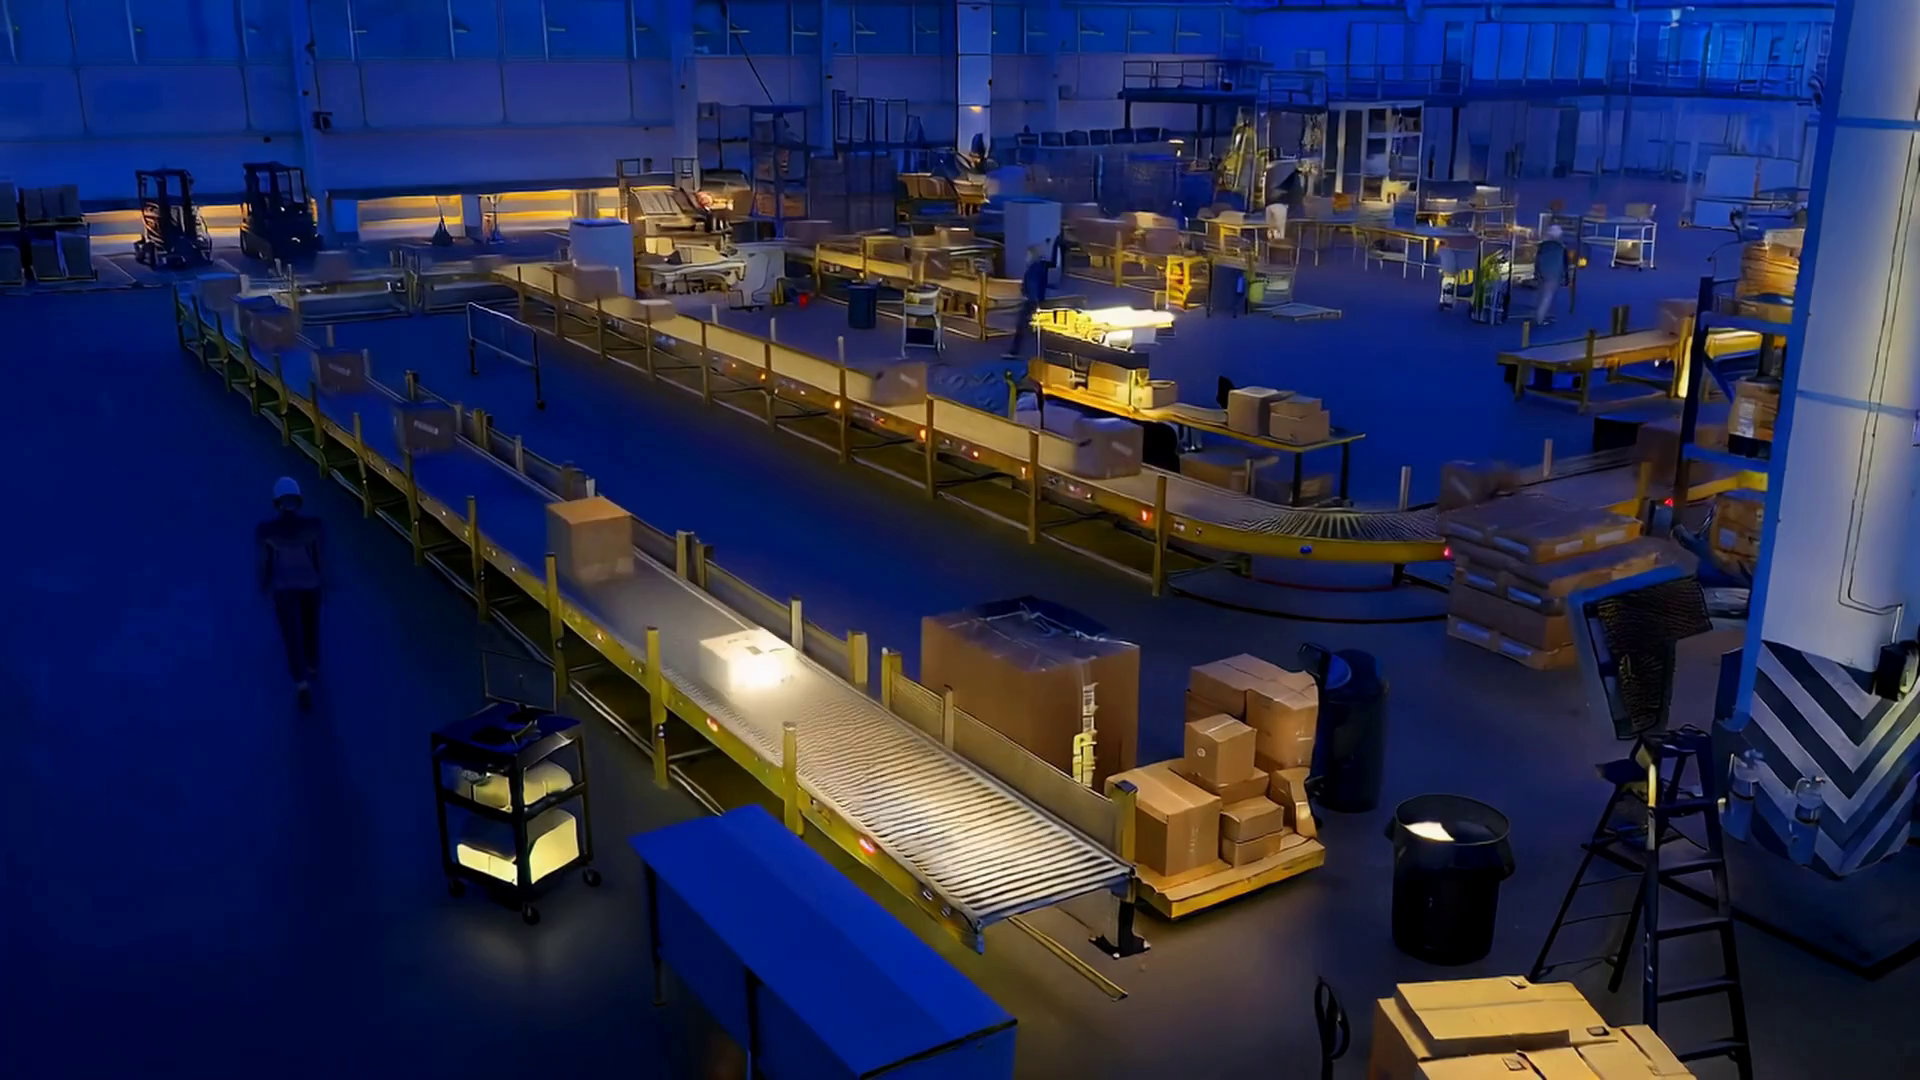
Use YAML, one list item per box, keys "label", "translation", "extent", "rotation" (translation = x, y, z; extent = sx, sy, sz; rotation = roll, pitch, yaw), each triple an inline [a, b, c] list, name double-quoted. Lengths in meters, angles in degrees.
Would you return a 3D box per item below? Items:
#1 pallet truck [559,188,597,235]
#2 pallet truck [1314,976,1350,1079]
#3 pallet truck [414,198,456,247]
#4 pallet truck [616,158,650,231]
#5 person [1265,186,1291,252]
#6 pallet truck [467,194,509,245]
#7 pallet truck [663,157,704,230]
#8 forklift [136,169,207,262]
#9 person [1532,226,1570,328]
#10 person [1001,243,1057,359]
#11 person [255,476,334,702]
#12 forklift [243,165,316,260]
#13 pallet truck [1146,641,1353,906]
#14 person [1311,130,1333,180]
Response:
- label: "pallet truck"
  translation: [-10.010, -8.652, 43.699]
  extent: [0.653, 1.274, 1.630]
  rotation: [-10, 20, -31]
- label: "pallet truck"
  translation: [2.299, 2.390, 7.086]
  extent: [1.601, 1.201, 0.680]
  rotation: [-2, 17, -7]
- label: "pallet truck"
  translation: [-13.250, -8.060, 41.856]
  extent: [0.680, 1.201, 1.601]
  rotation: [-10, 20, -31]
- label: "pallet truck"
  translation: [-8.918, -9.176, 44.255]
  extent: [0.823, 1.965, 1.885]
  rotation: [-9, 19, -27]
- label: "person"
  translation: [6.728, -6.432, 35.091]
  extent: [0.617, 2.027, 0.679]
  rotation: [-8, 19, -25]
- label: "pallet truck"
  translation: [-11.983, -8.177, 42.137]
  extent: [0.704, 1.261, 1.522]
  rotation: [-11, 20, -33]
- label: "pallet truck"
  translation: [-7.586, -9.308, 44.692]
  extent: [0.823, 1.965, 1.885]
  rotation: [-11, 20, -33]
- label: "forklift"
  translation: [-17.842, -7.318, 37.559]
  extent: [1.157, 1.987, 2.680]
  rotation: [-10, 20, -31]
- label: "person"
  translation: [10.550, -4.707, 29.756]
  extent: [0.921, 1.790, 0.595]
  rotation: [-11, 20, -32]
- label: "person"
  translation: [1.188, -3.824, 26.694]
  extent: [0.980, 1.860, 0.659]
  rotation: [-6, 18, -20]
- label: "person"
  translation: [-5.168, 0.367, 12.964]
  extent: [0.530, 1.731, 0.883]
  rotation: [-8, 19, -26]
- label: "forklift"
  translation: [-15.898, -7.669, 38.708]
  extent: [1.157, 1.987, 2.680]
  rotation: [-11, 20, -33]
- label: "pallet truck"
  translation: [1.664, 1.407, 10.232]
  extent: [1.630, 1.274, 0.653]
  rotation: [-10, 20, -31]
- label: "person"
  translation: [13.325, -14.158, 61.180]
  extent: [0.537, 1.790, 0.972]
  rotation: [-13, 21, -36]
